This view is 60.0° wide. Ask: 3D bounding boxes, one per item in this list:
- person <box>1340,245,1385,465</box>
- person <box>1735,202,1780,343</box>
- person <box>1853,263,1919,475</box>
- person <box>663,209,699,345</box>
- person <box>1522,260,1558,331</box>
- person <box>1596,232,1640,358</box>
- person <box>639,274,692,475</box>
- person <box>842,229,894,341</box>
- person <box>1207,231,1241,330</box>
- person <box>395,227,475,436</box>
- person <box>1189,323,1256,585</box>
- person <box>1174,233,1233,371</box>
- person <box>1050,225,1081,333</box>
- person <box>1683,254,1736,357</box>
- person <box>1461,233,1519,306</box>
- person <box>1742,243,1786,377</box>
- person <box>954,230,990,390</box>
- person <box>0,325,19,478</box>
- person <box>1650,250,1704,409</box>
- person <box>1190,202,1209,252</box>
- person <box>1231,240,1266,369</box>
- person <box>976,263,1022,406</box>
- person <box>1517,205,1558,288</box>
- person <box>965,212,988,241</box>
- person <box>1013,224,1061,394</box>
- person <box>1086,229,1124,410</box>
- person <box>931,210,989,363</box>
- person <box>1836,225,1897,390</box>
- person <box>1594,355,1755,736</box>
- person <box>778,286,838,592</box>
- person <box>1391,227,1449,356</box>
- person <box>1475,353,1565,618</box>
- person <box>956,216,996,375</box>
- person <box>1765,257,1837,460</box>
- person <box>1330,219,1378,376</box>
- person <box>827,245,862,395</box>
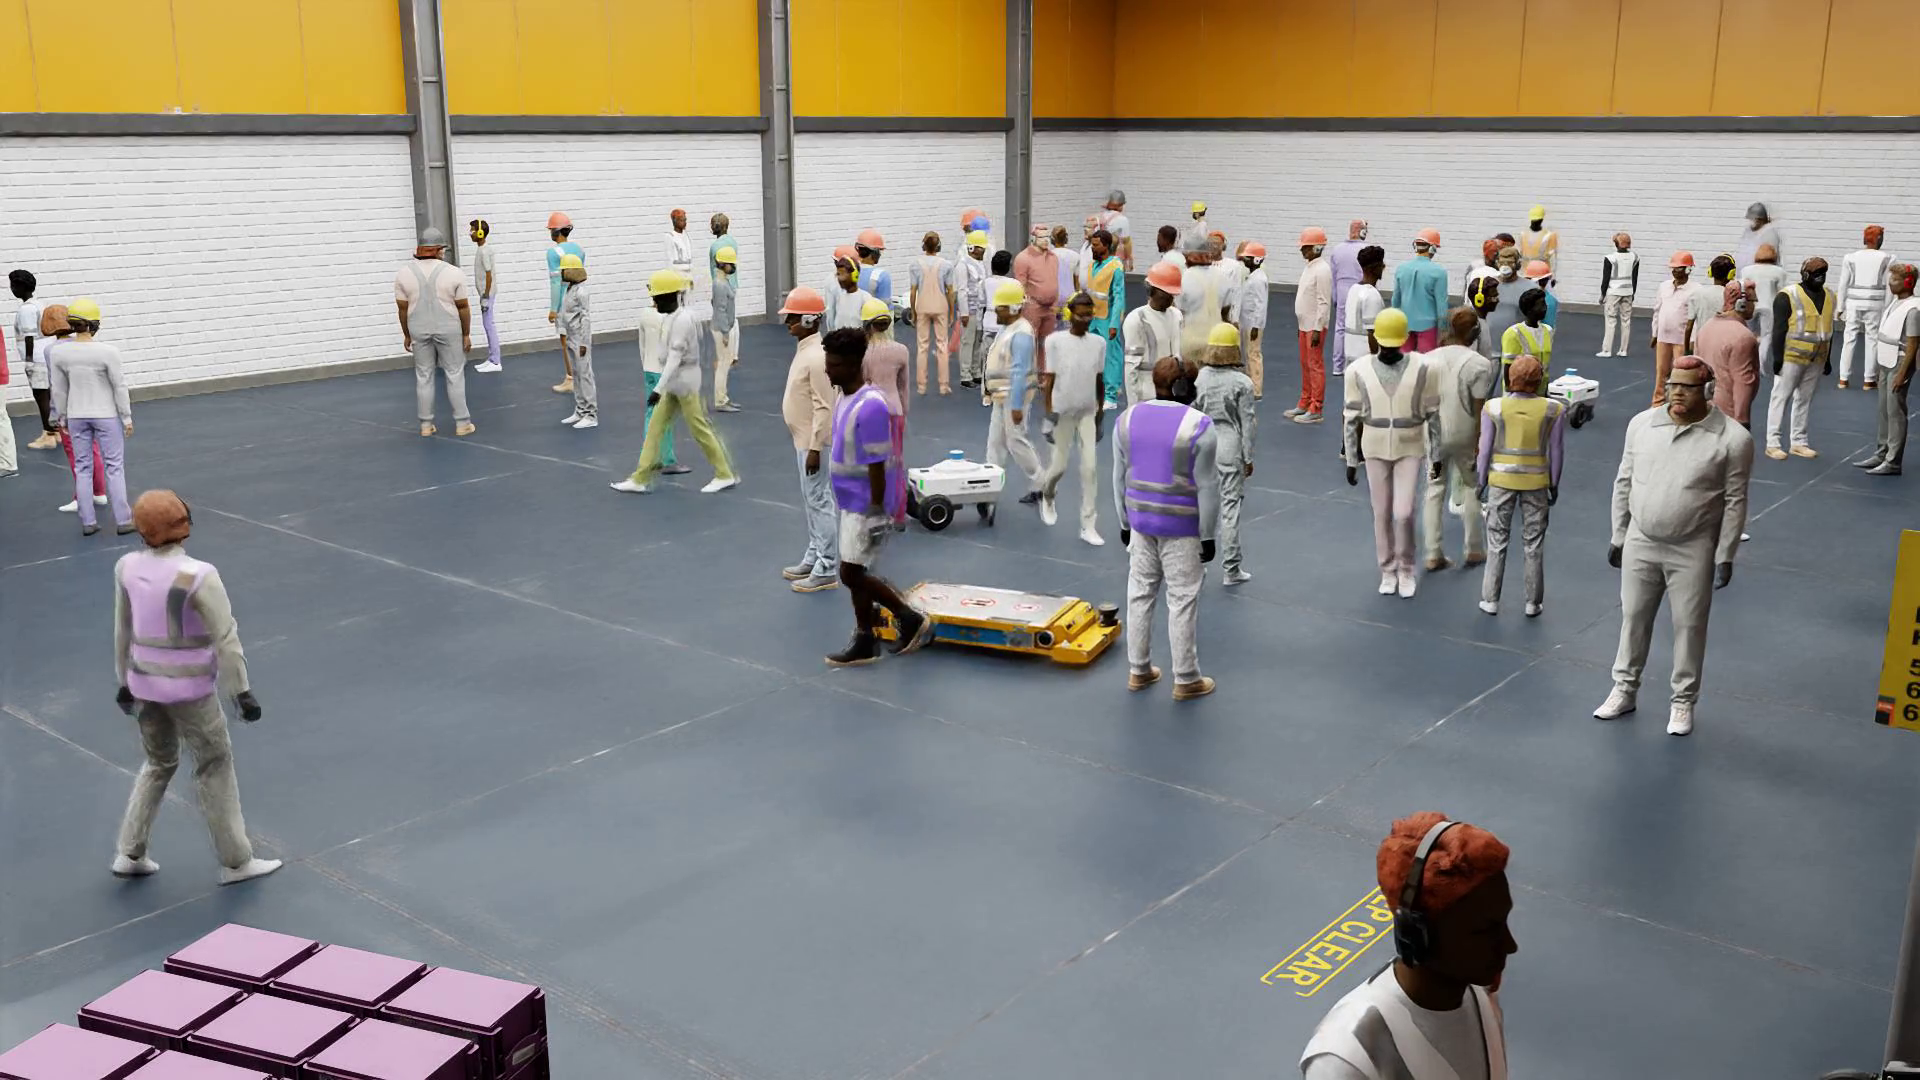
[{"bbox_3d":[3.649,-1.663,14.968,0.361,1.965,0.612,-2,14,-6],"label":"person"},{"bbox_3d":[11.025,-3.722,23.049,1.024,2.000,0.697,-4,15,-16],"label":"person"},{"bbox_3d":[8.169,-1.483,14.500,0.387,1.842,0.566,3,14,11],"label":"person"},{"bbox_3d":[-3.831,-3.577,22.784,0.344,1.882,0.585,5,15,19],"label":"person"},{"bbox_3d":[5.461,-1.786,15.890,0.336,1.749,0.575,11,18,38],"label":"person"},{"bbox_3d":[8.626,-3.201,21.785,0.511,1.637,0.307,-3,14,-11],"label":"person"},{"bbox_3d":[-2.593,-1.463,14.576,0.328,1.767,0.532,-12,19,-41],"label":"person"},{"bbox_3d":[-0.858,-1.958,15.999,0.608,2.041,0.384,10,17,36],"label":"person"},{"bbox_3d":[2.774,-2.435,18.219,0.587,1.883,0.342,6,15,23],"label":"person"},{"bbox_3d":[-5.138,-2.049,16.360,0.686,2.000,0.535,-1,14,-3],"label":"person"},{"bbox_3d":[1.731,-0.570,11.056,0.486,1.743,0.299,8,16,29],"label":"person"},{"bbox_3d":[2.236,-1.913,15.816,0.687,2.000,0.651,-10,17,-34],"label":"person"},{"bbox_3d":[1.188,-2.839,19.941,0.504,1.838,0.357,-4,15,-14],"label":"person"},{"bbox_3d":[6.869,-1.667,15.184,0.534,1.869,0.315,11,18,37],"label":"person"},{"bbox_3d":[5.674,-2.335,17.820,0.634,1.882,0.490,-2,14,-10],"label":"person"},{"bbox_3d":[9.756,-2.811,20.283,0.515,1.611,0.708,8,16,30],"label":"person"},{"bbox_3d":[0.175,-2.667,19.271,0.403,1.825,0.586,7,16,26],"label":"person"},{"bbox_3d":[-8.448,-1.406,14.410,0.354,1.738,0.571,-12,18,-39],"label":"person"},{"bbox_3d":[7.380,-2.110,17.184,0.327,1.753,0.561,-9,16,-31],"label":"person"},{"bbox_3d":[3.958,-4.717,27.601,0.339,1.761,0.524,1,14,4],"label":"person"},{"bbox_3d":[3.537,-2.889,20.588,0.507,1.637,0.410,-2,14,-9],"label":"person"},{"bbox_3d":[0.426,-2.277,18.085,0.522,1.640,0.306,-4,15,-16],"label":"person"},{"bbox_3d":[8.214,-3.820,23.717,0.576,1.904,0.615,-12,18,-39],"label":"person"},{"bbox_3d":[0.337,-4.556,27.262,0.518,1.609,0.775,12,18,40],"label":"person"},{"bbox_3d":[0.910,-2.635,18.976,0.651,1.907,0.409,-12,19,-40],"label":"person"},{"bbox_3d":[1.536,-2.358,17.844,0.392,1.920,0.587,-7,16,-28],"label":"person"},{"bbox_3d":[0.109,-3.192,21.111,0.982,1.944,0.640,-7,16,-25],"label":"person"},{"bbox_3d":[10.439,-2.677,19.191,0.575,1.883,0.362,11,17,36],"label":"person"},{"bbox_3d":[3.562,0.026,8.341,0.636,1.911,0.404,12,18,40],"label":"person"},{"bbox_3d":[-0.983,-0.659,10.899,0.378,1.996,0.611,-3,14,-12],"label":"person"},{"bbox_3d":[4.713,-2.188,17.019,0.395,1.988,0.625,-13,19,-41],"label":"person"},{"bbox_3d":[3.454,-0.328,10.296,0.513,1.642,0.313,4,15,15],"label":"person"},{"bbox_3d":[0.226,-2.969,20.265,0.618,1.933,0.420,-12,19,-41],"label":"person"},{"bbox_3d":[7.701,-1.656,15.196,0.619,1.845,0.430,-3,14,-13],"label":"person"},{"bbox_3d":[4.768,-2.904,20.065,0.411,1.903,0.643,-12,18,-40],"label":"person"},{"bbox_3d":[-1.141,-2.272,17.834,0.564,1.752,0.339,4,15,17],"label":"person"}]
